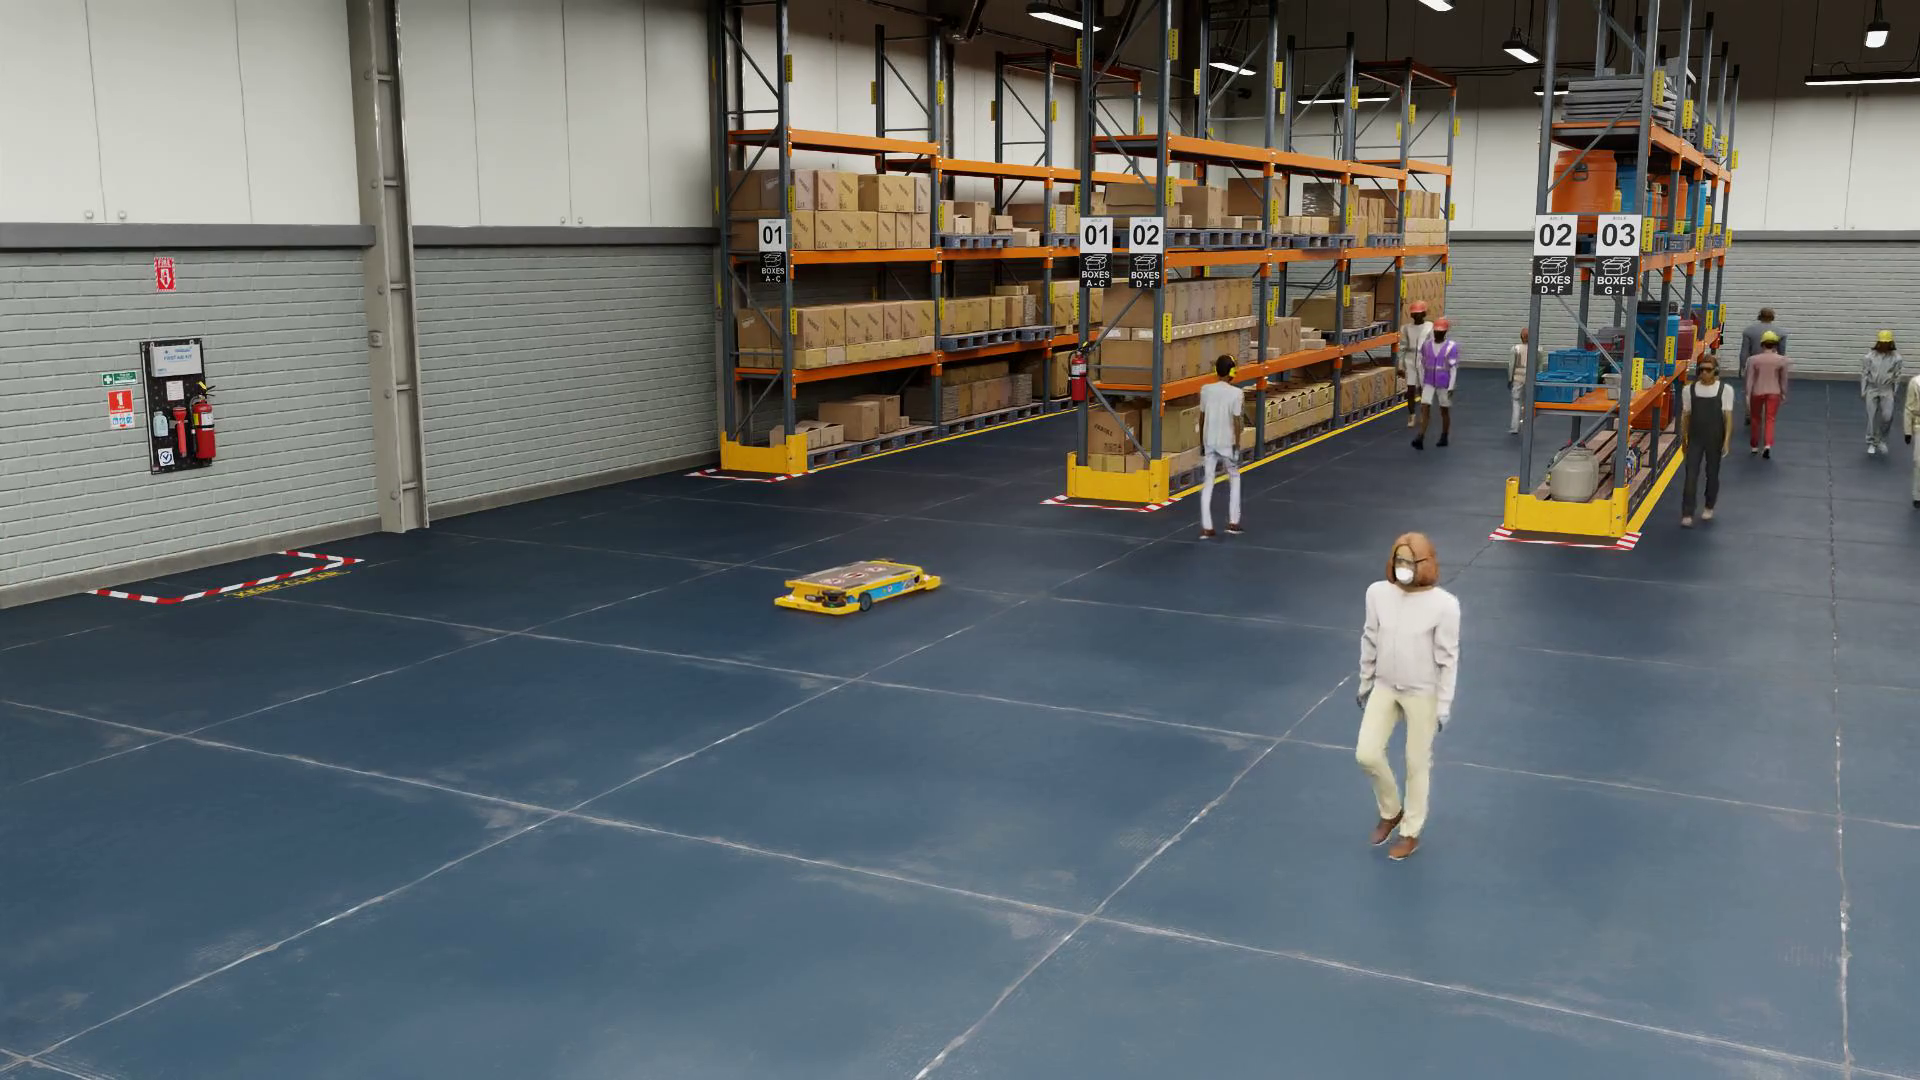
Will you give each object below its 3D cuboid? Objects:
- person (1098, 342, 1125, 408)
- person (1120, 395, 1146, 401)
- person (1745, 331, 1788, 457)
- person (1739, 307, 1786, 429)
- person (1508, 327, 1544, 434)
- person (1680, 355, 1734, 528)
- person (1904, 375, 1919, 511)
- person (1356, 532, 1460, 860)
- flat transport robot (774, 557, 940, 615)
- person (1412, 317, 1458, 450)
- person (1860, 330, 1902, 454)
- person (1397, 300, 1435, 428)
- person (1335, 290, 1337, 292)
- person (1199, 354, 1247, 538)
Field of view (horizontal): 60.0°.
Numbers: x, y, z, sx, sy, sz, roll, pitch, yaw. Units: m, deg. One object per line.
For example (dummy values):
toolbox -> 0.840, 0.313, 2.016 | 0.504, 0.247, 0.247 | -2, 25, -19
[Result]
person -> 2.400, -2.405, 24.601 | 0.631, 1.885, 0.839 | 5, 11, 25
person -> 2.486, -2.093, 23.071 | 0.590, 1.833, 0.404 | 5, 11, 23
person -> 11.115, -2.016, 22.942 | 0.529, 1.731, 0.897 | 4, 11, 21
person -> 12.706, -2.732, 26.364 | 0.657, 1.895, 0.986 | 4, 11, 23
person -> 8.643, -2.429, 25.429 | 0.522, 1.638, 0.310 | 1, 10, 6
person -> 7.862, -1.058, 17.535 | 0.517, 1.808, 0.944 | 6, 12, 29
person -> 10.747, -1.203, 18.292 | 0.607, 1.807, 0.711 | 3, 11, 17
person -> 2.148, 0.760, 8.069 | 0.530, 1.617, 0.352 | 9, 14, 40
flat transport robot -> -0.840, 0.373, 13.885 | 0.652, 0.197, 1.431 | 7, 13, 34
person -> 6.783, -2.225, 23.670 | 0.546, 1.872, 1.025 | 7, 12, 34
person -> 12.774, -2.045, 23.103 | 0.490, 1.729, 0.465 | 5, 11, 24
person -> 7.221, -2.773, 26.246 | 0.635, 2.024, 0.477 | 5, 12, 27
person -> 7.436, -3.952, 32.874 | 0.652, 1.946, 0.981 | 8, 13, 38
person -> 2.648, -0.952, 16.840 | 0.542, 1.842, 0.760 | 6, 12, 31
